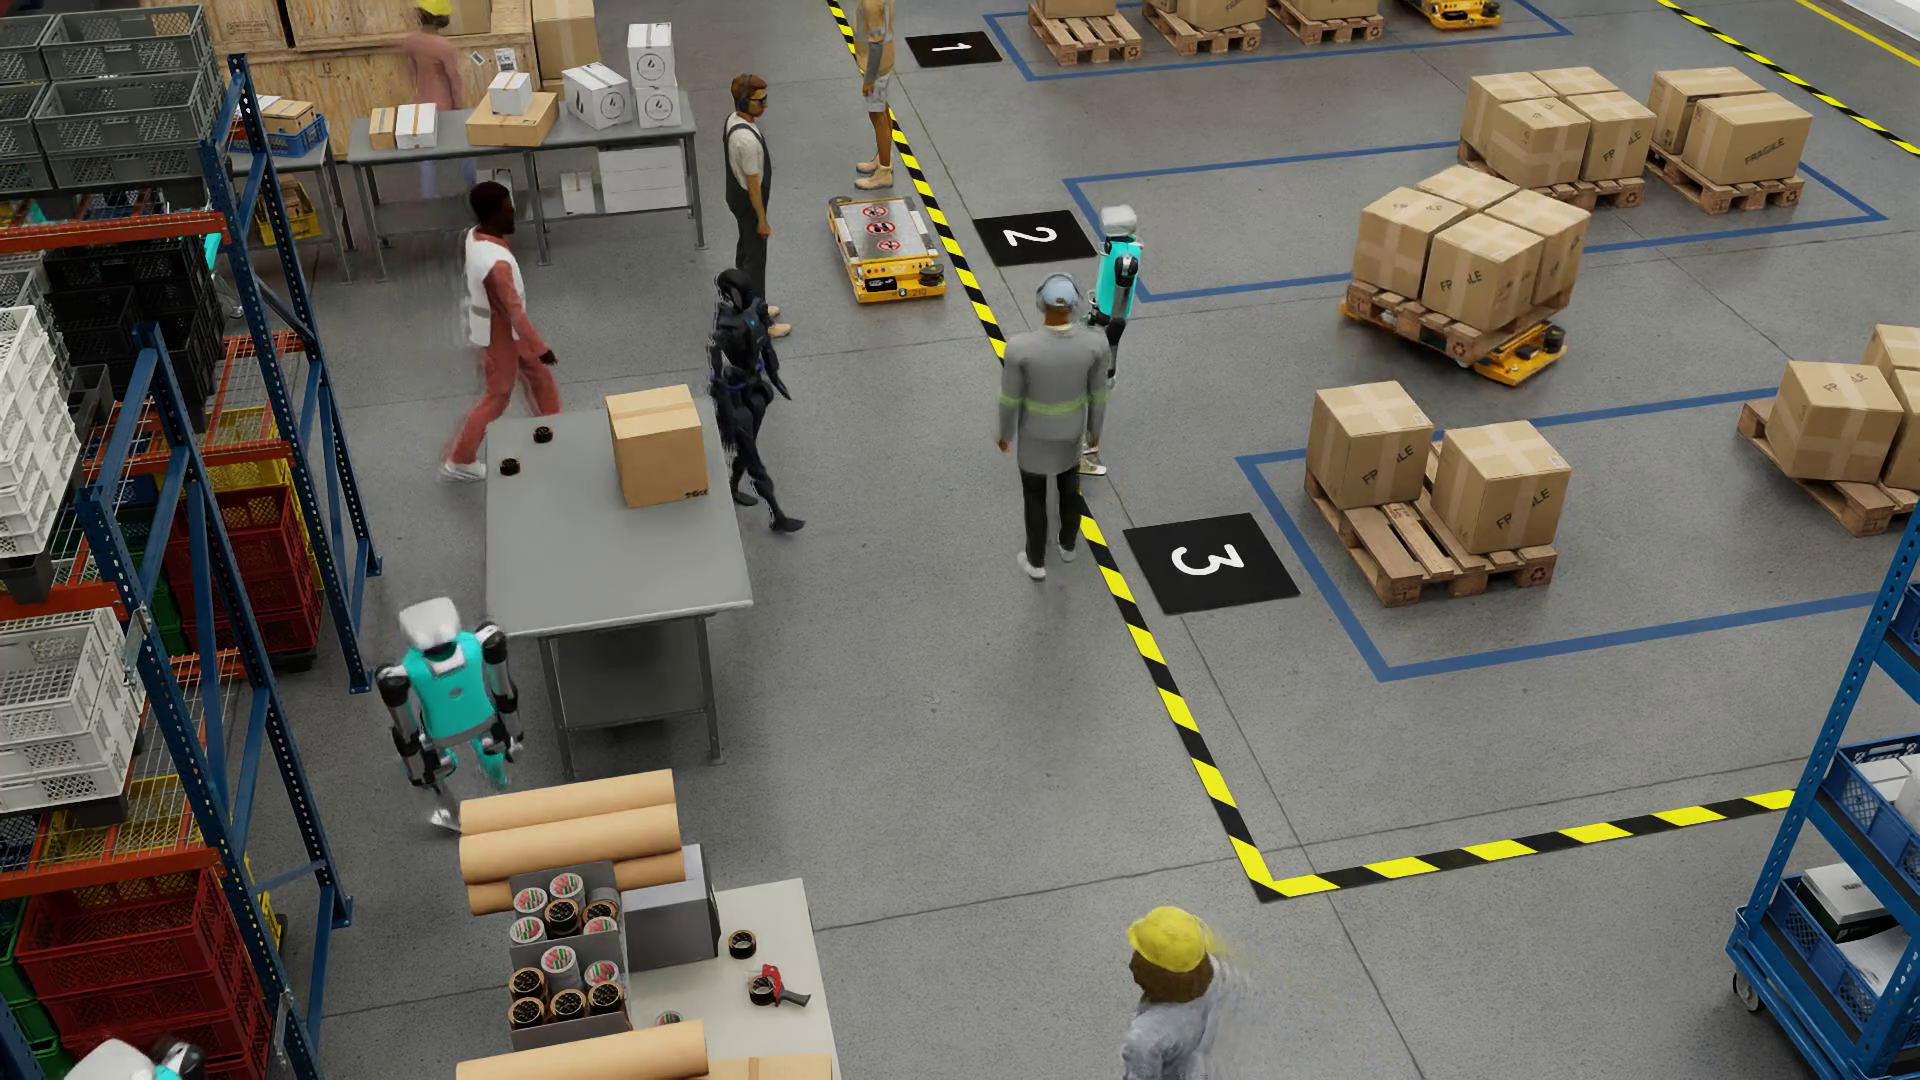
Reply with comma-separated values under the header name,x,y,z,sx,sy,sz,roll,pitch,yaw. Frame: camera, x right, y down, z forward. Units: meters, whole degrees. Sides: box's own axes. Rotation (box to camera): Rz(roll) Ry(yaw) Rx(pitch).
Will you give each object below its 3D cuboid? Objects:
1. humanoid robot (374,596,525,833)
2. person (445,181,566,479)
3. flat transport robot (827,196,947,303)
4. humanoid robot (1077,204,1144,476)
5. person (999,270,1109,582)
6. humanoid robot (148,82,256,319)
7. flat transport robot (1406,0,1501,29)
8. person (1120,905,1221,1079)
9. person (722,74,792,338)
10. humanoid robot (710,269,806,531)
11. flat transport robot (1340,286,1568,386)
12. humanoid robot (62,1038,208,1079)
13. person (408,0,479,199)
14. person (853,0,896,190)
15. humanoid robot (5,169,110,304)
name,x,y,z,sx,sy,sz,roll,pitch,yaw
humanoid robot,-2.260,0.799,7.279,0.565,1.741,0.974,-22,42,-26
person,-2.733,-1.226,9.856,0.955,1.878,0.591,-11,38,-14
flat transport robot,-0.570,-2.220,12.538,0.659,0.231,1.431,-8,37,-10
humanoid robot,0.669,-1.158,9.765,0.735,1.680,0.533,-1,37,-2
person,0.495,-0.639,9.091,0.596,1.852,0.395,-9,38,-11
humanoid robot,-5.201,-2.228,11.208,0.533,1.673,0.735,3,37,3
flat transport robot,4.920,-5.599,17.055,0.652,0.197,1.431,-8,37,-10
person,0.726,1.896,5.797,0.899,1.699,0.489,29,45,33
person,-1.400,-2.251,11.263,0.345,1.841,0.506,-11,38,-15
humanoid robot,-1.162,-0.811,9.487,0.734,1.634,0.598,17,40,22
flat transport robot,3.433,-1.531,11.589,0.652,0.197,1.431,-28,45,-32
humanoid robot,-2.682,2.182,5.393,0.751,1.793,0.545,13,38,16
person,-4.005,-3.342,12.828,0.545,1.730,0.612,18,40,23
person,-0.697,-3.774,13.146,0.376,2.039,0.605,1,37,2
humanoid robot,-5.531,-1.776,10.728,0.986,1.775,0.530,11,38,14
